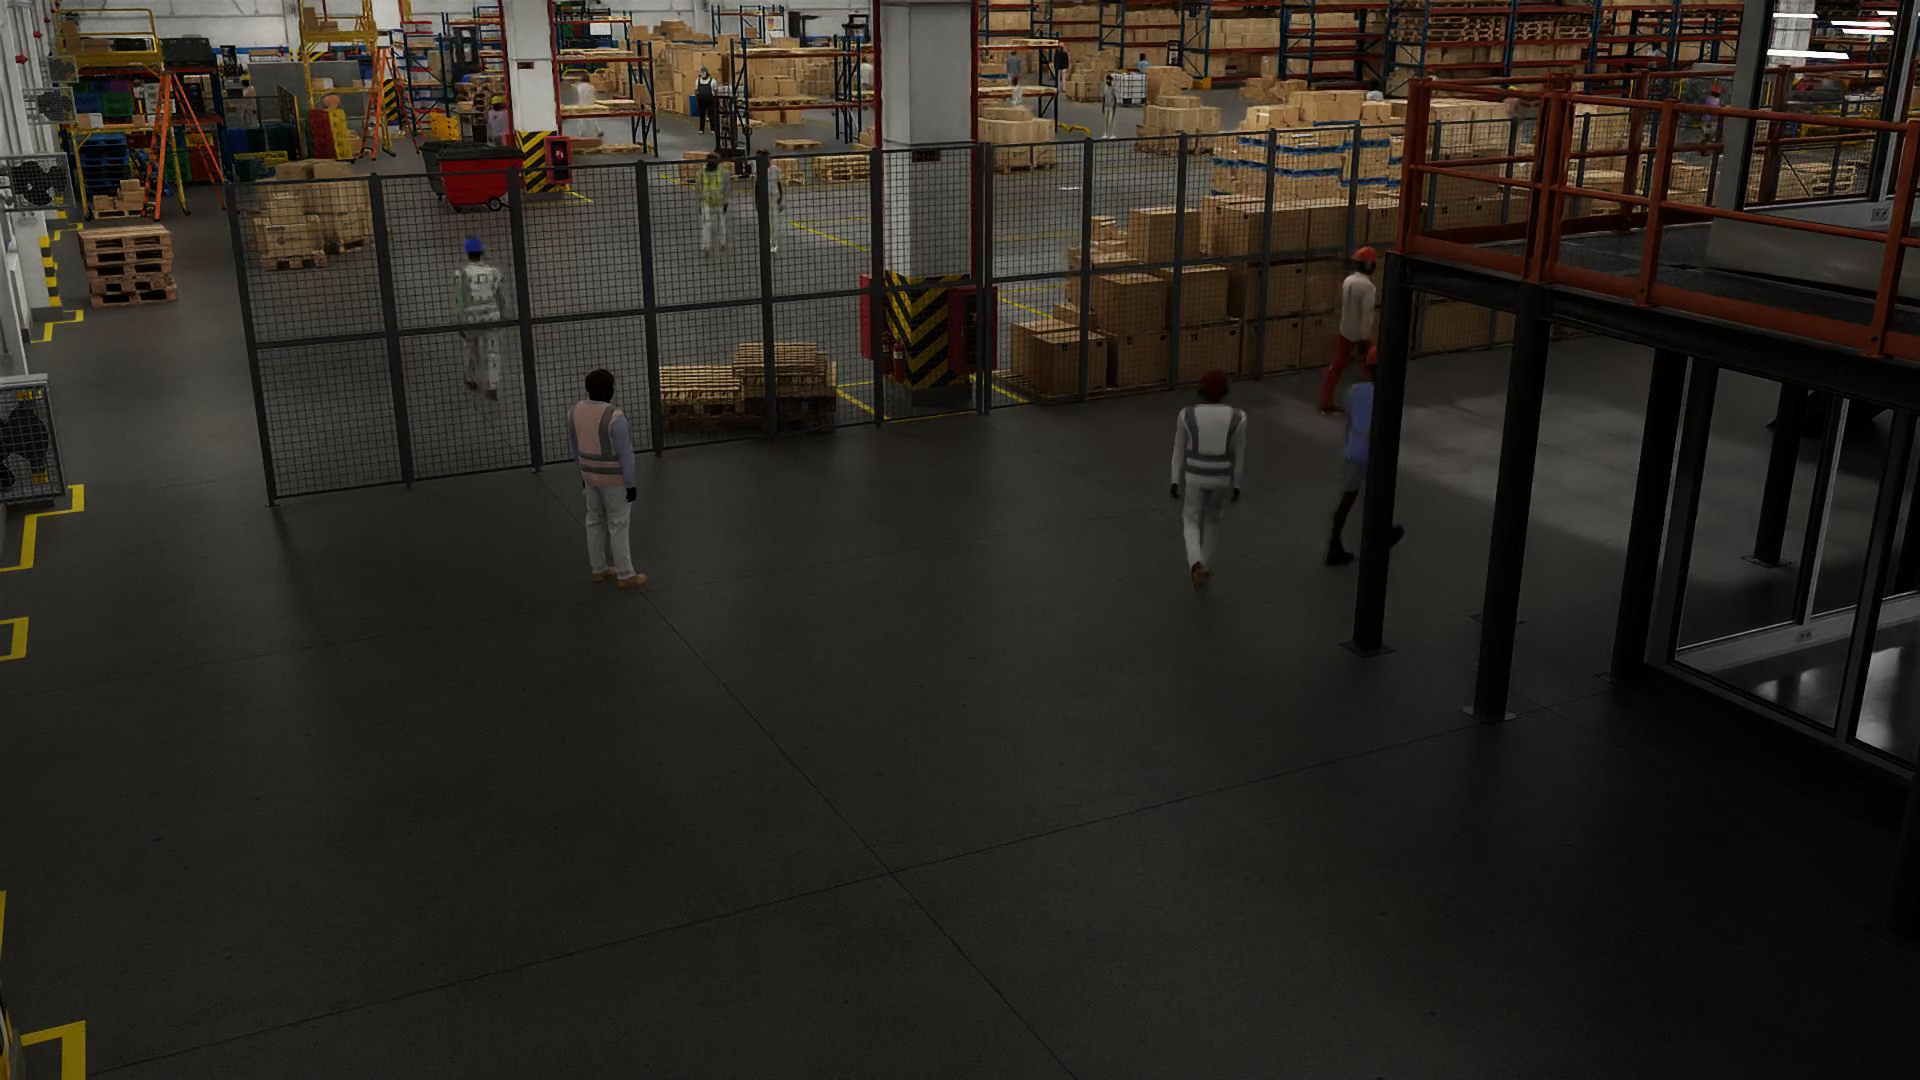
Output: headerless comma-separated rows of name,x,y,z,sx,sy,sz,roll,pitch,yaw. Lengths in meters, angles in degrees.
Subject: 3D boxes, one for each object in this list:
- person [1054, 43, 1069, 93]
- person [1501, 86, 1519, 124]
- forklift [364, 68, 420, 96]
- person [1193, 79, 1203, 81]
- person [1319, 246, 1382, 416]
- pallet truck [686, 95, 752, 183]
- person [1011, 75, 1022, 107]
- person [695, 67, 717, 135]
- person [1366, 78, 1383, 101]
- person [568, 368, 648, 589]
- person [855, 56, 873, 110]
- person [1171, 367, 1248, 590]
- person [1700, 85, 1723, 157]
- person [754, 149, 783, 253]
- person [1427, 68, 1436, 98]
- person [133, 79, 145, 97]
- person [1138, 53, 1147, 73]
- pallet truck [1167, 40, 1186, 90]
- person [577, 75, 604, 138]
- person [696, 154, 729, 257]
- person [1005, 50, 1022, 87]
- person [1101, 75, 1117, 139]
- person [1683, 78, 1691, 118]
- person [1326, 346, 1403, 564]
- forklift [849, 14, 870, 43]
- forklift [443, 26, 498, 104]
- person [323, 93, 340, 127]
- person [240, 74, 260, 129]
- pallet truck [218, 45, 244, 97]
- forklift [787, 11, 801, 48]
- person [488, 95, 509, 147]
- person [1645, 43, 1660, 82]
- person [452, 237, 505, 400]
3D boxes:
person,4.125,-19.193,67.644,0.612,1.995,0.382,6,20,16
person,15.390,-11.884,46.853,0.542,1.725,0.864,-5,20,-14
forklift,-22.562,-19.014,65.787,1.129,2.768,1.873,13,23,33
person,10.766,-21.555,74.809,0.979,1.787,0.638,-9,21,-24
person,4.580,-2.379,18.985,1.011,1.937,0.644,-7,20,-19
pallet truck,-5.836,-9.608,39.856,0.823,1.965,1.885,10,22,27
person,1.723,-12.970,49.817,0.669,1.866,0.587,1,19,3
person,-7.787,-13.456,50.943,0.688,2.000,0.537,2,19,5
person,11.575,-11.939,46.662,0.614,1.962,0.366,-13,23,-33
person,-2.897,-0.505,13.700,0.625,1.846,0.429,12,22,31
person,-3.422,-16.413,59.731,0.638,1.909,0.918,-9,21,-23
person,2.037,-0.479,13.601,0.602,1.867,0.740,1,19,3
person,20.376,-11.364,45.081,0.546,1.911,0.414,-12,22,-31
person,-3.420,-6.112,29.951,0.551,1.846,0.470,2,19,6
person,16.088,-15.337,57.019,0.528,1.632,0.409,-12,22,-30
person,-25.340,-13.407,51.425,0.522,1.631,0.324,6,20,17
person,7.219,-18.325,65.598,0.537,1.687,0.499,-17,25,-40
pallet truck,9.045,-19.971,69.895,0.823,1.965,1.885,-3,19,-8
person,-11.103,-12.916,49.633,0.639,1.877,1.051,8,20,21
person,-4.416,-6.001,29.743,0.606,1.789,0.953,-1,19,-3
person,2.066,-18.104,64.653,0.644,1.888,1.022,-2,19,-6
person,4.472,-12.964,49.800,0.510,1.860,0.326,16,25,38
person,24.831,-15.117,56.381,0.629,1.612,0.528,-12,23,-32
person,3.530,-0.744,14.367,1.025,1.868,0.563,-17,25,-41
forklift,-4.651,-22.997,77.335,1.129,2.768,1.873,5,20,15
forklift,-18.314,-17.720,62.036,1.873,2.768,1.129,10,21,26
person,-18.239,-12.406,48.456,0.695,1.676,0.539,10,22,28
person,-21.041,-12.823,49.280,0.592,1.925,0.385,18,26,42
pallet truck,-28.879,-18.665,66.111,0.823,1.965,1.885,-3,19,-9
forklift,-8.184,-24.643,82.105,1.873,2.768,1.129,-9,21,-25
person,-11.456,-10.120,41.472,0.610,1.909,0.565,8,21,22
person,31.005,-21.393,74.536,0.551,1.653,0.873,11,22,29
person,-5.759,-2.673,19.890,0.633,1.895,0.976,-11,22,-30
